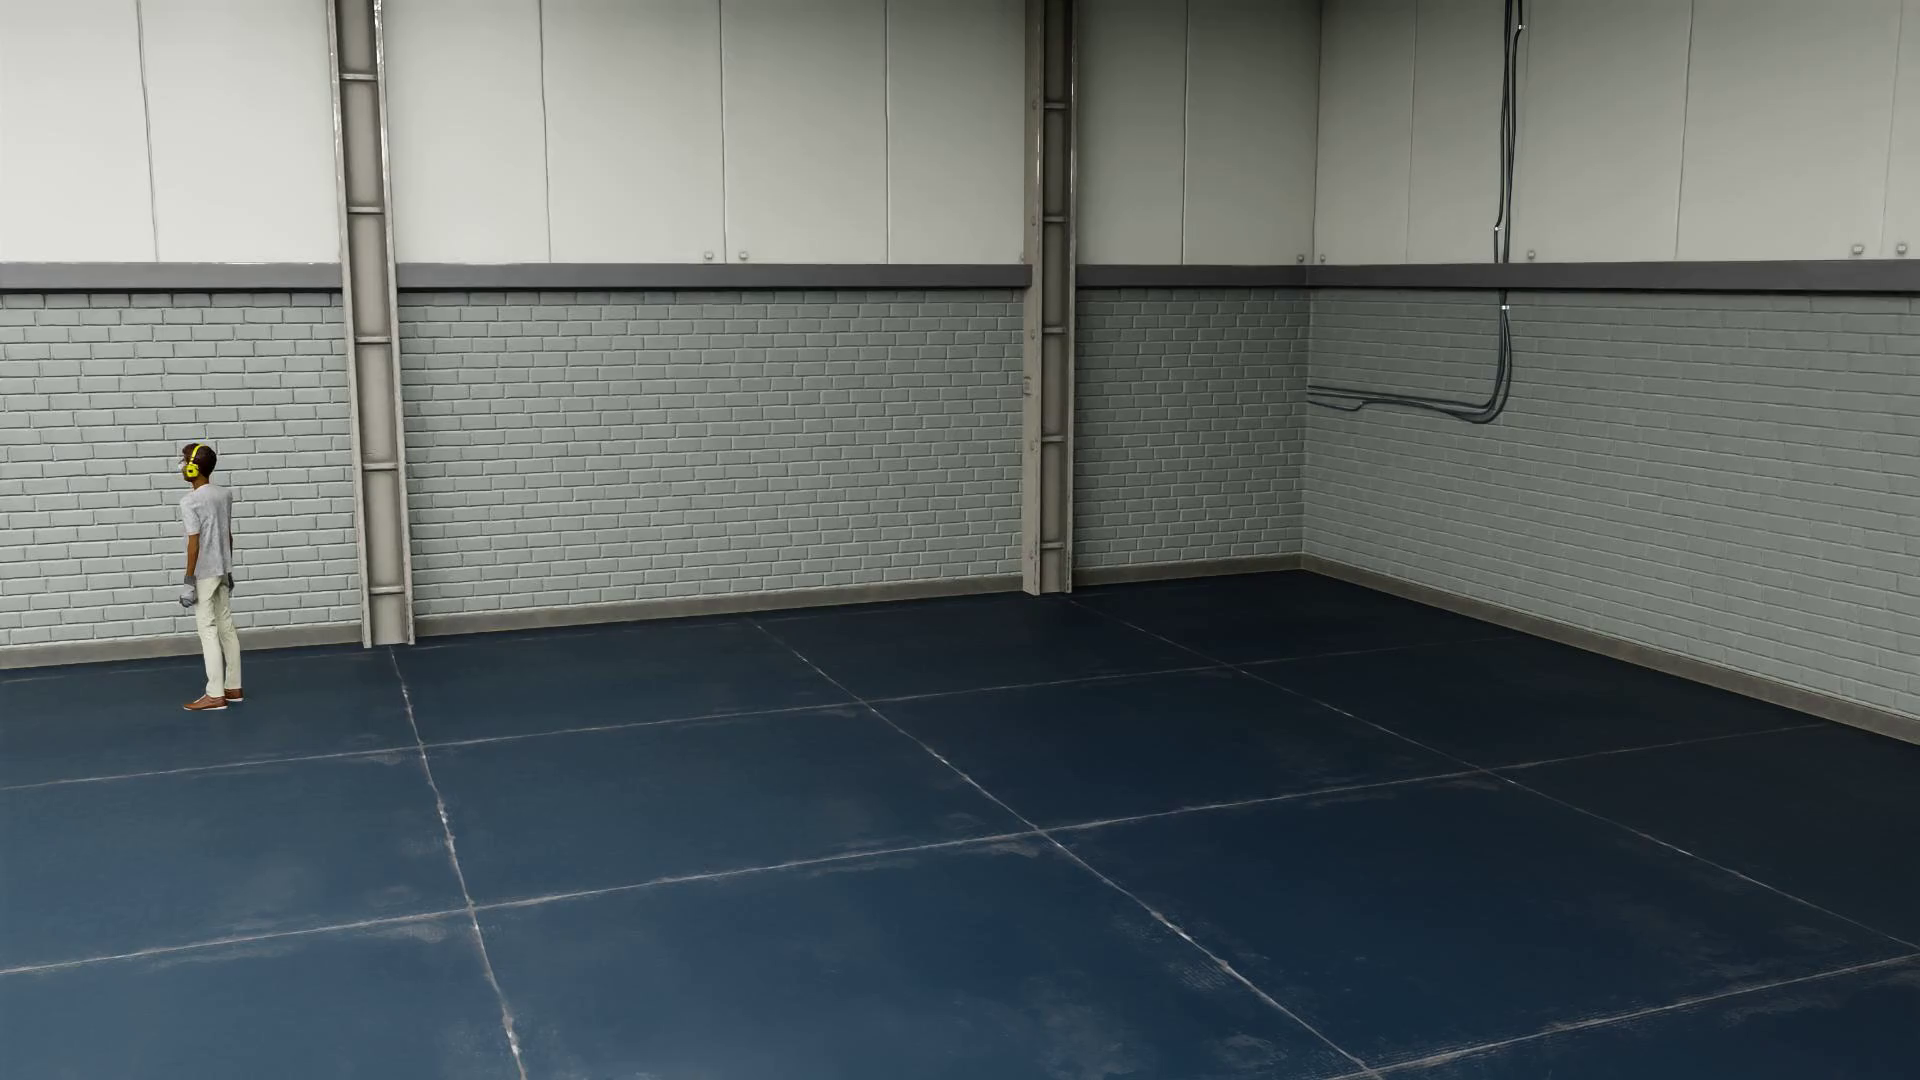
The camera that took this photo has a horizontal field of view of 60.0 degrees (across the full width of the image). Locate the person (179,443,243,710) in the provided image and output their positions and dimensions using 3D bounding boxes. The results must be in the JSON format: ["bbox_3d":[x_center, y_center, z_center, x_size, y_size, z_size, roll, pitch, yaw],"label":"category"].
[{"bbox_3d":[-5.274,0.254,11.641,0.328,1.876,0.515,1,9,9],"label":"person"}]
